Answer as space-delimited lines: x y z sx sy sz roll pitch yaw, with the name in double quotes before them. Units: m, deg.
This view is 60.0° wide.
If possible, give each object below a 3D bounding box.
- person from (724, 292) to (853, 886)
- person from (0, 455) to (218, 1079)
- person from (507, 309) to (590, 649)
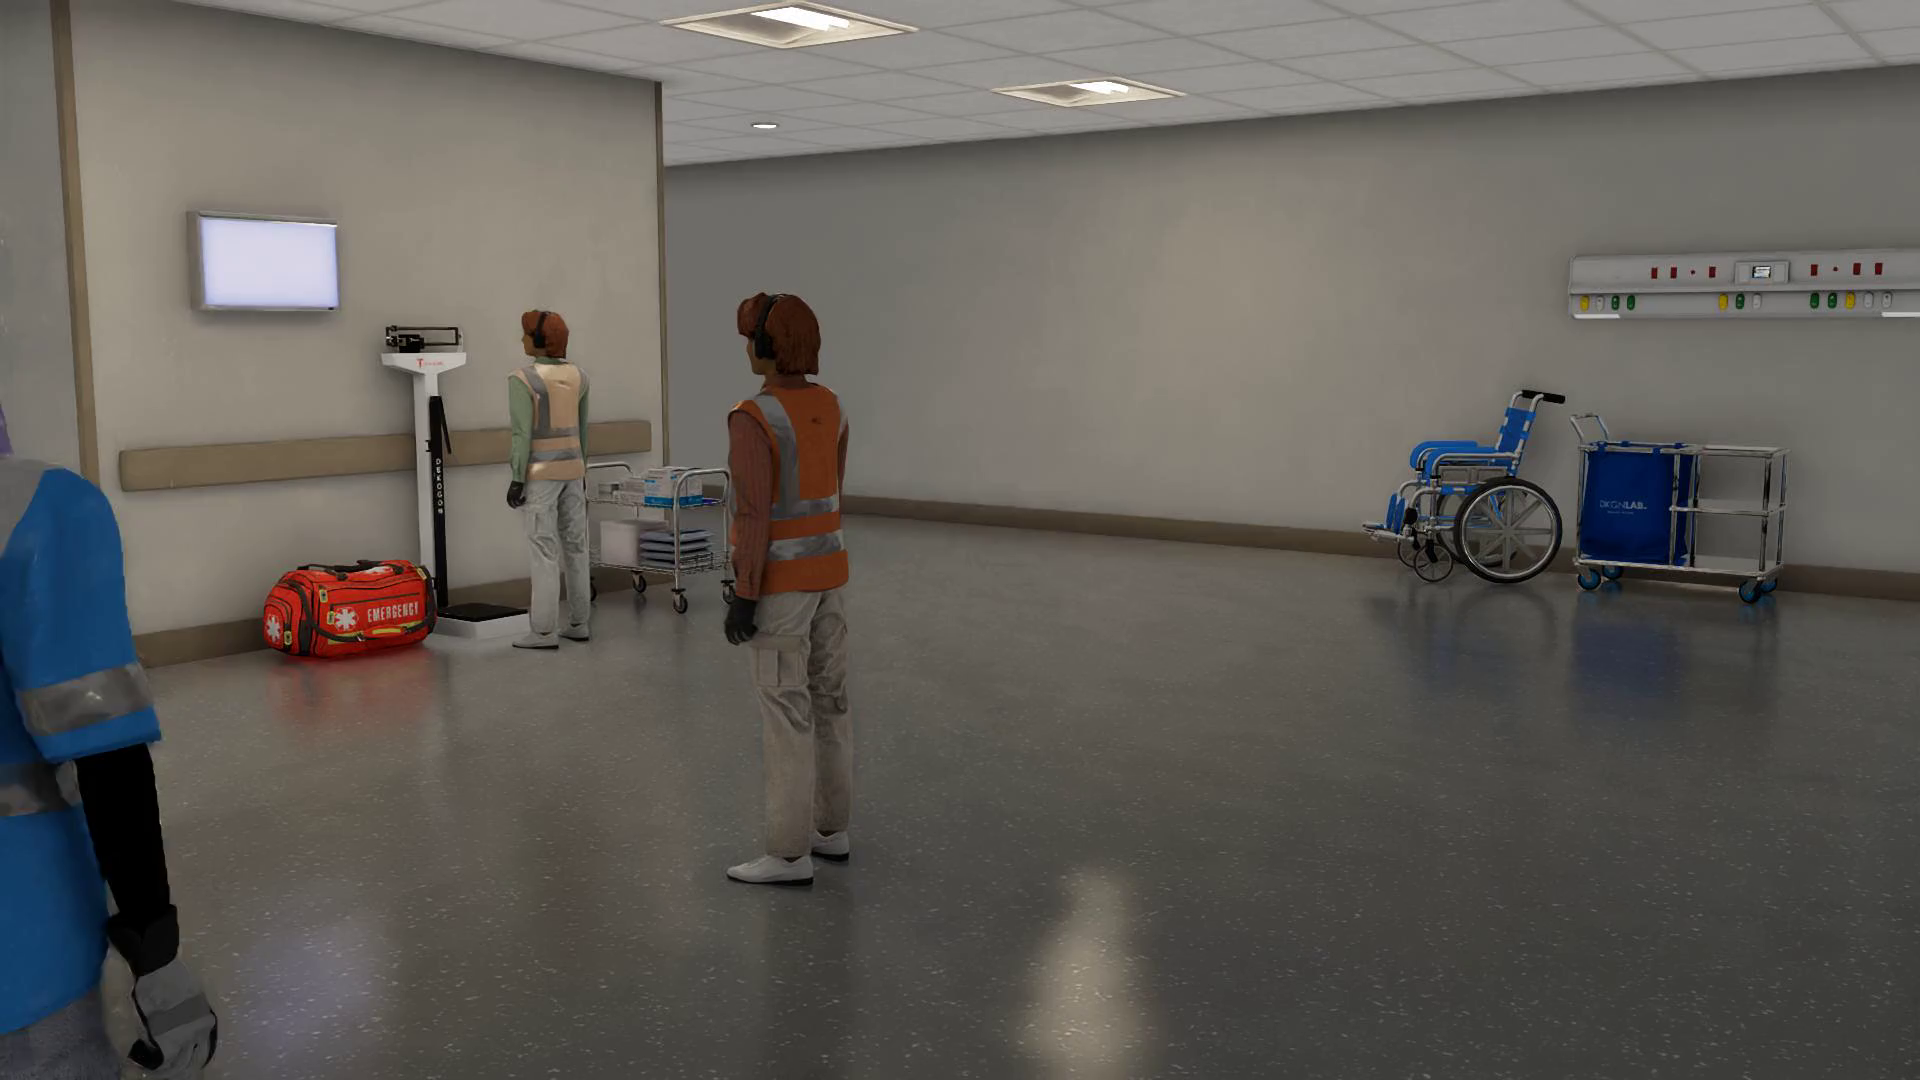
"person" -0.477 0.138 4.637 0.314 1.642 0.514 4 8 27
"person" -1.111 0.481 1.746 0.578 1.679 0.402 2 7 12
"person" -1.991 -0.293 8.083 0.306 1.645 0.523 4 8 28
